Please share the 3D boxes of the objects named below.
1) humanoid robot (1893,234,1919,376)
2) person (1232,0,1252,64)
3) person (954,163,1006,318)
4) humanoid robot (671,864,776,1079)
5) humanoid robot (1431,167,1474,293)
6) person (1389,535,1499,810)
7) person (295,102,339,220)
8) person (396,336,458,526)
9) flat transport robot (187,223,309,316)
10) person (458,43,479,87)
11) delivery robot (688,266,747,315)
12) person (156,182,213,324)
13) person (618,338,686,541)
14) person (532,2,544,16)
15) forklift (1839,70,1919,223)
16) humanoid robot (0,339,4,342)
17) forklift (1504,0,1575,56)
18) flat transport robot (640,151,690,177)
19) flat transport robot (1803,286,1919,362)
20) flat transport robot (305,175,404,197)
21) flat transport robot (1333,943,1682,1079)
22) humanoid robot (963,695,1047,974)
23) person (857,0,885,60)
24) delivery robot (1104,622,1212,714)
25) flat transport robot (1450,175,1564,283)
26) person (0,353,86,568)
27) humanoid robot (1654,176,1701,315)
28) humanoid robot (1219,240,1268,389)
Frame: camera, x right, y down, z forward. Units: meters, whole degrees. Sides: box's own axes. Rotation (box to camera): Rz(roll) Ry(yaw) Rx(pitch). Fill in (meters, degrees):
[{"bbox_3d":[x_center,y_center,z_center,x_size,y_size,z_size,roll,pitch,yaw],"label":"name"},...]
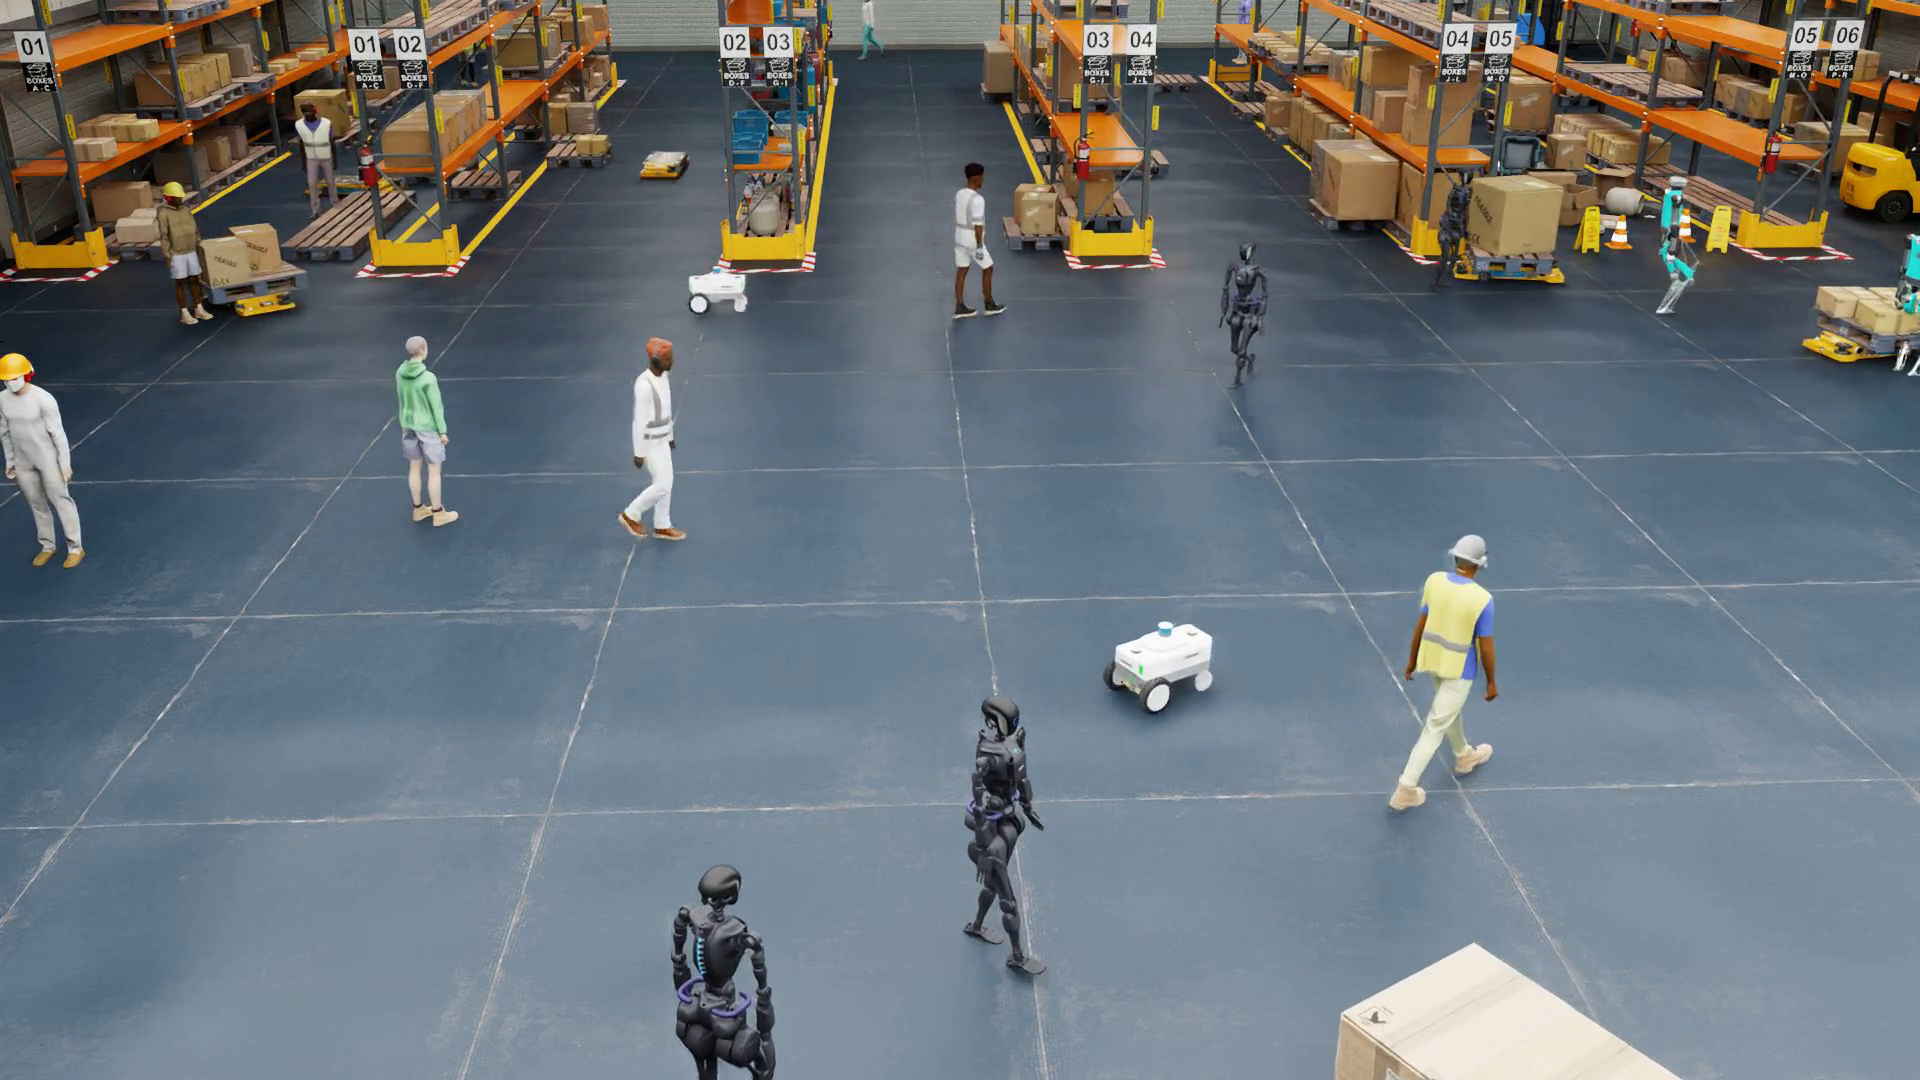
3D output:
[{"bbox_3d":[10.904,-2.722,18.770,0.673,1.772,0.579,-9,26,-19],"label":"humanoid robot"},{"bbox_3d":[7.037,-12.740,41.219,0.395,1.799,0.589,-3,24,-6],"label":"person"},{"bbox_3d":[0.258,-3.769,20.878,0.791,1.940,0.632,-15,28,-30],"label":"person"},{"bbox_3d":[-1.101,2.214,7.786,0.589,1.642,0.586,13,27,26],"label":"humanoid robot"},{"bbox_3d":[6.521,-4.108,21.986,0.611,1.641,0.312,-20,31,-38],"label":"humanoid robot"},{"bbox_3d":[3.182,0.820,10.698,1.030,1.836,0.553,-16,28,-31],"label":"person"},{"bbox_3d":[-9.944,-5.887,25.808,0.563,1.810,0.620,-4,24,-8],"label":"person"},{"bbox_3d":[-4.793,-0.969,14.850,0.464,1.731,0.333,11,26,23],"label":"person"},{"bbox_3d":[-9.246,-3.186,21.630,0.659,0.231,1.431,-19,30,-36],"label":"flat transport robot"},{"bbox_3d":[-11.196,-11.138,37.750,0.546,1.683,0.401,12,26,24],"label":"person"},{"bbox_3d":[-3.127,-3.201,21.328,0.808,0.607,0.499,-2,24,-4],"label":"delivery robot"},{"bbox_3d":[-9.682,-3.582,20.698,0.430,1.755,0.547,14,27,28],"label":"person"},{"bbox_3d":[-2.671,-0.853,14.420,0.488,1.866,0.603,4,24,9],"label":"person"},{"bbox_3d":[-10.418,-12.672,40.987,0.376,1.863,0.510,-4,24,-8],"label":"person"},{"bbox_3d":[15.132,-6.143,25.915,2.313,2.155,1.214,-1,24,-2],"label":"forklift"},{"bbox_3d":[-11.819,-2.959,19.320,1.003,1.736,0.545,-1,24,-2],"label":"humanoid robot"},{"bbox_3d":[14.700,-13.805,42.301,1.873,2.768,1.129,-1,24,-2],"label":"forklift"},{"bbox_3d":[-5.211,-6.648,29.409,0.659,0.231,1.431,0,24,0],"label":"flat transport robot"},{"bbox_3d":[10.848,-2.331,19.709,1.431,0.231,0.659,-5,25,-12],"label":"flat transport robot"},{"bbox_3d":[-10.081,-5.881,27.687,1.431,0.231,0.659,5,25,12],"label":"flat transport robot"},{"bbox_3d":[2.553,2.925,7.899,1.431,0.231,0.659,-15,28,-31],"label":"flat transport robot"},{"bbox_3d":[0.283,1.590,9.184,0.622,1.642,0.600,13,27,28],"label":"humanoid robot"},{"bbox_3d":[-2.250,-13.012,41.901,0.748,1.740,0.529,-8,25,-18],"label":"person"},{"bbox_3d":[1.476,0.877,12.122,0.756,0.571,0.499,-15,28,-30],"label":"delivery robot"},{"bbox_3d":[7.506,-3.728,22.849,1.431,0.231,0.659,4,24,8],"label":"flat transport robot"},{"bbox_3d":[-7.763,-0.670,13.992,0.569,1.889,0.389,3,24,6],"label":"person"},{"bbox_3d":[9.073,-3.651,20.926,0.631,1.837,0.534,4,24,8],"label":"humanoid robot"},{"bbox_3d":[3.208,-2.533,18.463,0.595,1.637,0.647,19,31,37],"label":"humanoid robot"}]
